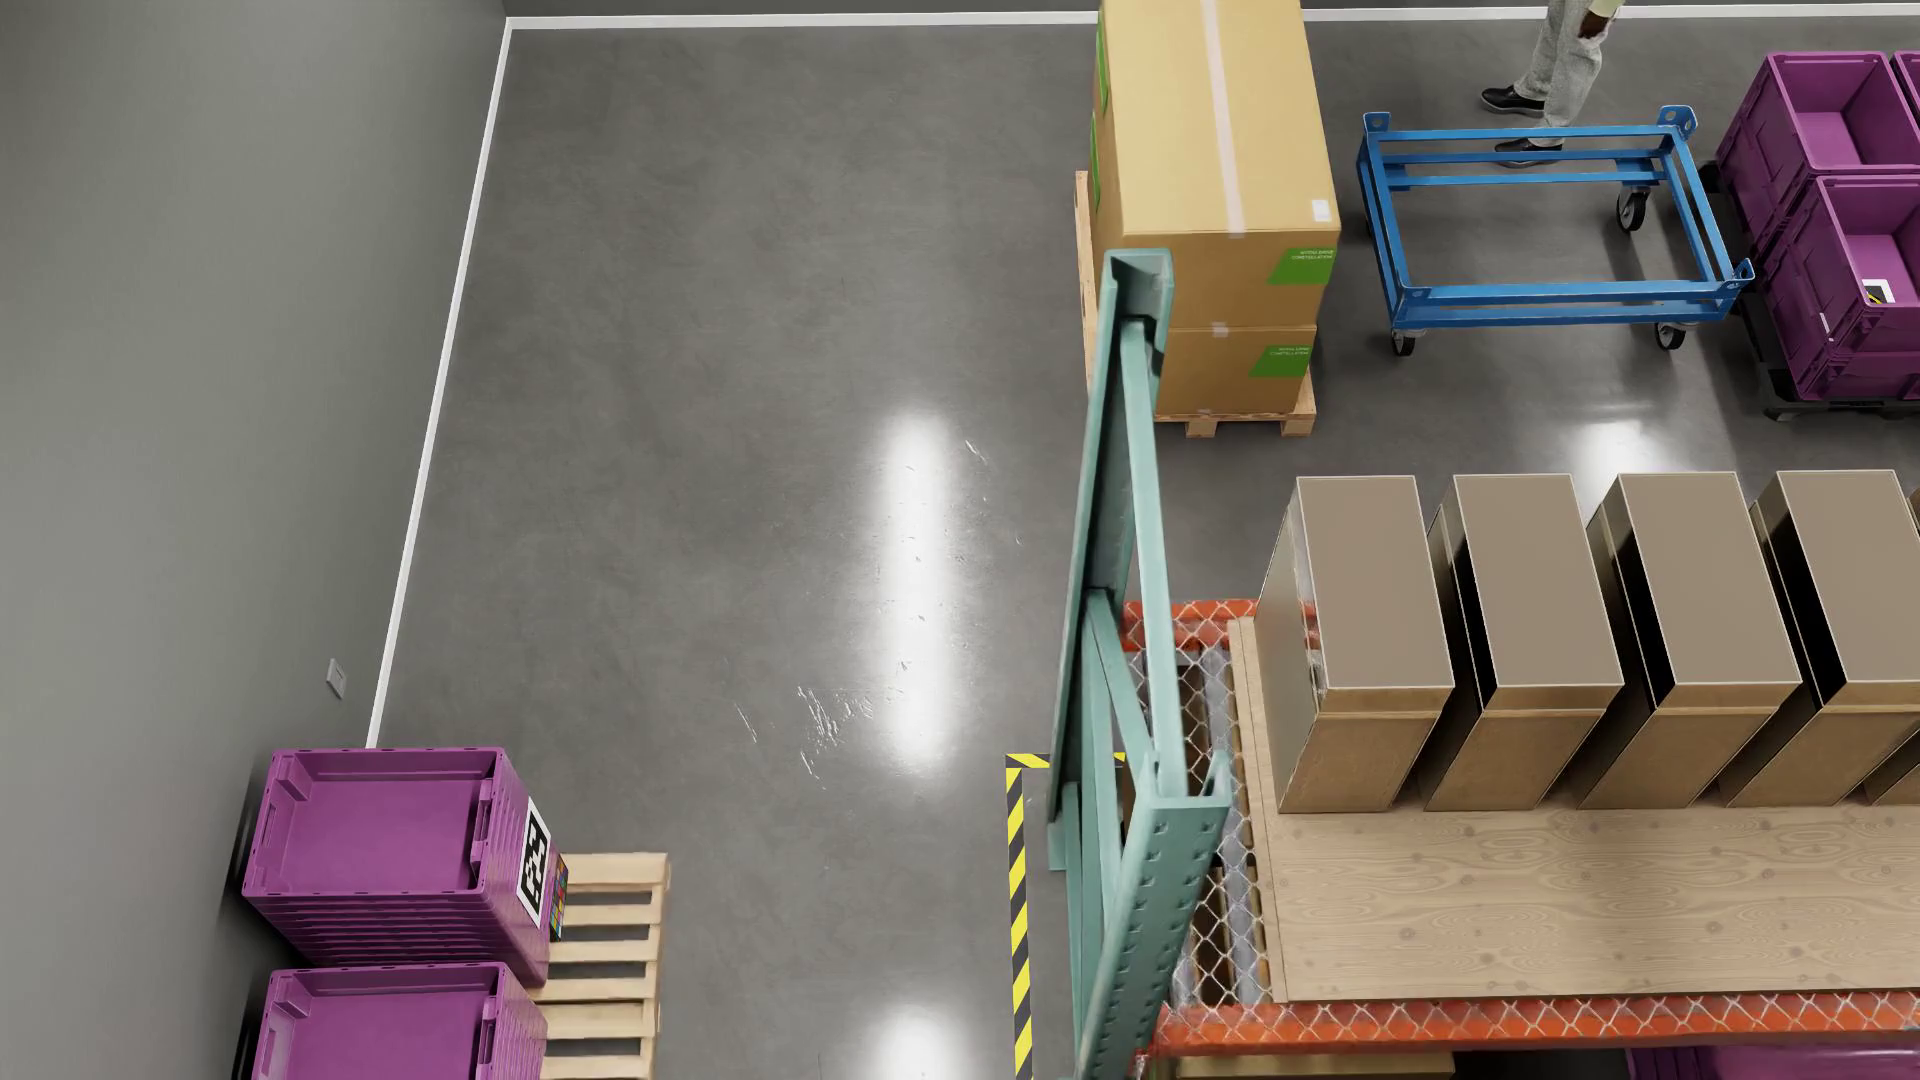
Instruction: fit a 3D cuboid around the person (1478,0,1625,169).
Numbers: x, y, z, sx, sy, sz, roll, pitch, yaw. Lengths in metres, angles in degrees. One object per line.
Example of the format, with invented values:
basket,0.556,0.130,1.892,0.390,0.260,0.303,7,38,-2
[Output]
person,2.312,-2.146,6.077,0.404,1.835,0.587,3,58,2
